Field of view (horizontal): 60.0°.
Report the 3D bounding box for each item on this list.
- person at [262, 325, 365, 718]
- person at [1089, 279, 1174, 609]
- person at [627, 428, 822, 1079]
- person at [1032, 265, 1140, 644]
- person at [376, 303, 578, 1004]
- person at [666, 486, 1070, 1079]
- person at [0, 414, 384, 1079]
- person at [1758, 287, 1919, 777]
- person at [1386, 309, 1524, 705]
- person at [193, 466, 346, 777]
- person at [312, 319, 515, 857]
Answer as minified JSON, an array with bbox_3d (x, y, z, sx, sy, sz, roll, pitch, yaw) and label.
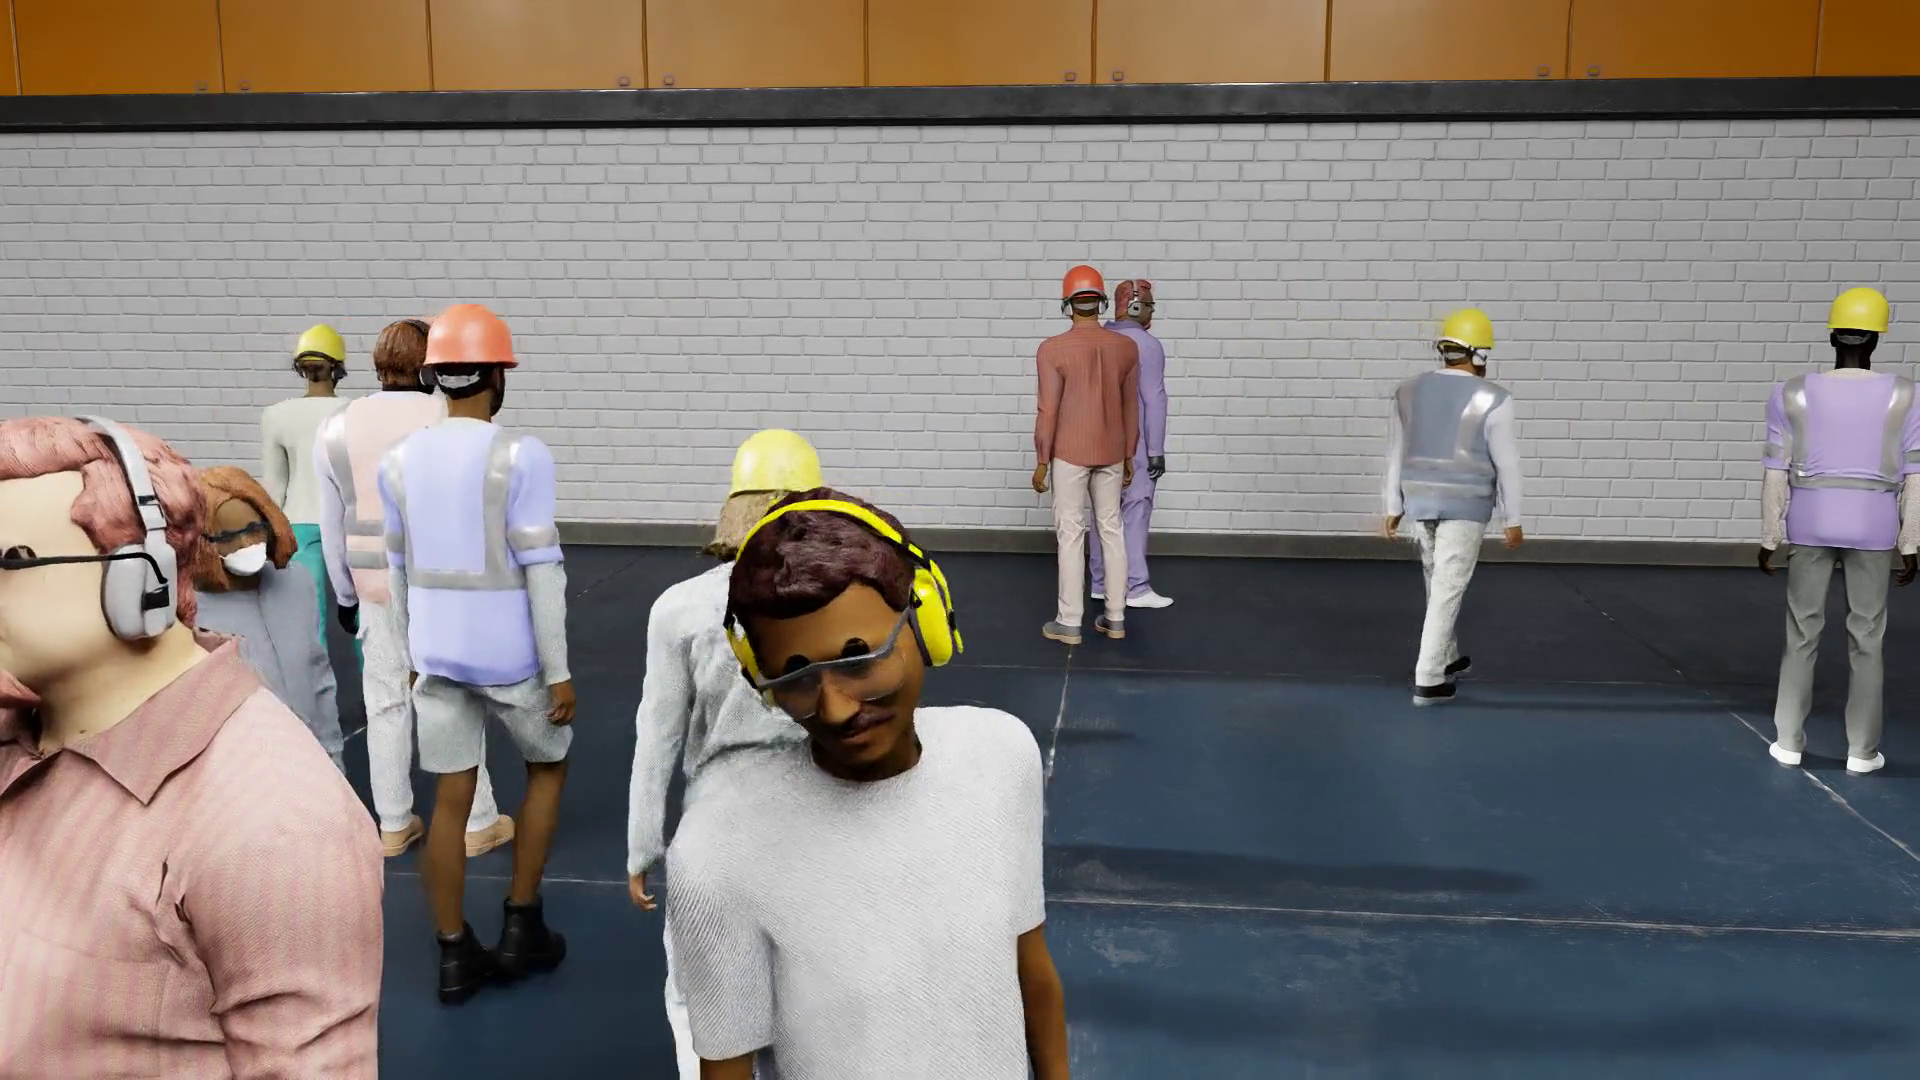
[{"bbox_3d":[-2.790,-0.084,7.435,0.547,1.733,0.800,-1,10,-7],"label":"person"},{"bbox_3d":[0.985,-0.557,9.694,0.399,1.905,0.642,-7,12,-36],"label":"person"},{"bbox_3d":[-0.395,0.645,3.350,0.536,1.709,0.574,-2,10,-11],"label":"person"},{"bbox_3d":[0.659,-0.449,8.820,0.617,1.990,0.393,-4,11,-24],"label":"person"},{"bbox_3d":[-1.322,0.312,4.645,0.601,1.923,0.562,3,10,17],"label":"person"},{"bbox_3d":[-0.101,0.821,2.022,0.571,1.827,0.710,-9,13,-41],"label":"person"},{"bbox_3d":[-0.906,0.814,1.825,0.643,1.912,0.410,7,12,33],"label":"person"},{"bbox_3d":[3.485,-0.028,6.595,0.585,1.928,0.375,6,11,29],"label":"person"},{"bbox_3d":[2.340,-0.161,7.719,0.796,1.798,0.622,-8,13,-40],"label":"person"},{"bbox_3d":[-1.663,0.608,3.861,0.535,1.603,0.535,3,10,18],"label":"person"},{"bbox_3d":[-1.841,0.175,5.681,0.624,1.845,0.430,1,10,6],"label":"person"}]
